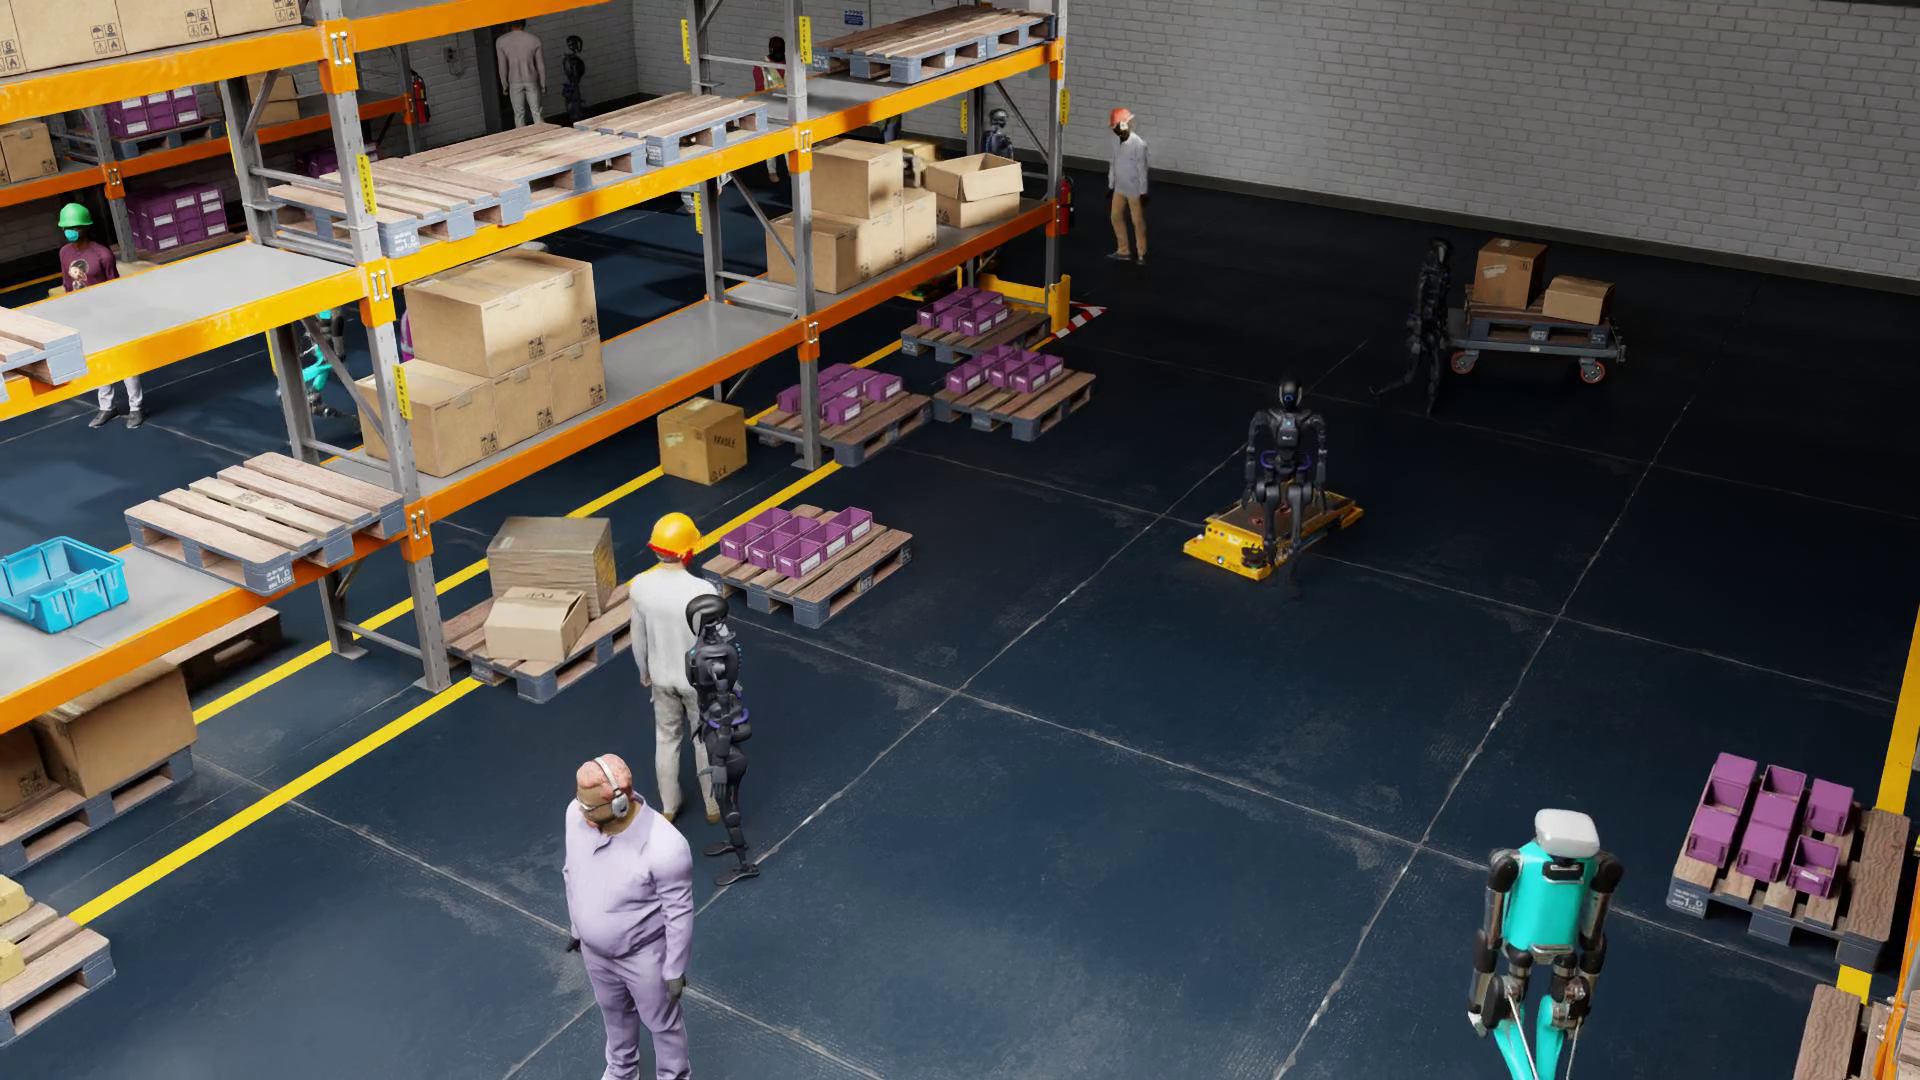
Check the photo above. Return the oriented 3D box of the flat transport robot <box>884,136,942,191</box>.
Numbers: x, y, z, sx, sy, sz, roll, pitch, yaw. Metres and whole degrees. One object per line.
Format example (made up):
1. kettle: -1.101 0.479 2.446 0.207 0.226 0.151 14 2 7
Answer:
1. flat transport robot: -0.510 -3.779 19.644 1.431 0.231 0.659 22 34 36

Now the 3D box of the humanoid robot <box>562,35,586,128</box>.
1. humanoid robot: -5.215 -5.903 22.282 0.461 1.646 0.594 -7 28 -13

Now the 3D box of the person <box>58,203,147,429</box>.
1. person: -7.284 -1.902 14.086 0.488 1.955 0.415 3 27 5

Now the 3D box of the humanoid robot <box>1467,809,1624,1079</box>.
1. humanoid robot: 2.366 1.997 6.666 0.554 1.787 0.893 -1 27 -3

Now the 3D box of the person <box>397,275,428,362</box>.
1. person: -4.208 -1.329 13.073 0.340 1.847 0.506 -4 27 -7

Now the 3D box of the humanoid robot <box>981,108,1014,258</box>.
1. humanoid robot: 0.389 -3.941 18.421 0.346 1.651 0.591 -22 34 -37

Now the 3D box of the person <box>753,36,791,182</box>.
1. person: -2.322 -5.540 21.392 0.628 1.833 0.430 -15 31 -27

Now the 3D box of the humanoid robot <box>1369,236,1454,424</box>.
1. humanoid robot: 3.951 -1.826 14.274 0.696 1.633 0.601 20 33 34

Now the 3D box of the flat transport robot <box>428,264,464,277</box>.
1. flat transport robot: -5.019 -2.753 17.623 1.431 0.231 0.659 -20 33 -34

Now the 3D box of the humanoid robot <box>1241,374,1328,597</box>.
1. humanoid robot: 2.237 -0.402 11.435 0.589 1.636 0.409 5 27 11

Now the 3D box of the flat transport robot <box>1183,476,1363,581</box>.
1. flat transport robot: 2.358 -0.112 12.419 0.659 0.231 1.431 23 35 37

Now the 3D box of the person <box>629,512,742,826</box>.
1. person: -1.490 0.715 9.004 0.575 1.896 0.376 7 28 13

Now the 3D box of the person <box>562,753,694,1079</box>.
1. person: -1.415 1.715 7.017 0.636 1.903 0.406 16 31 28

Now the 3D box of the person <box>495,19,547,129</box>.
1. person: -5.904 -6.170 22.516 0.628 1.936 0.371 -6 27 -11

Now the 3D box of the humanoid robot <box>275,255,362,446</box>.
1. humanoid robot: -5.368 -1.519 13.627 1.045 1.762 0.553 -21 34 -36

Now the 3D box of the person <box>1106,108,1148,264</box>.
1. person: 1.877 -3.874 18.245 0.476 1.706 0.601 -17 32 -30

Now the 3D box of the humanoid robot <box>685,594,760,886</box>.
1. humanoid robot: -1.255 1.022 8.618 0.325 1.654 0.595 -9 28 -17

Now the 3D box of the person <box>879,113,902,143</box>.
1. person: -0.888 -5.331 21.191 0.284 1.633 0.500 11 29 21

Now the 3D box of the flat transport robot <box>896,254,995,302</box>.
1. flat transport robot: -0.268 -2.873 17.859 0.659 0.231 1.431 16 31 29

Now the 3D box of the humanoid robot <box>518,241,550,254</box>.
1. humanoid robot: -3.499 -1.486 13.525 0.530 1.741 0.993 6 27 11
